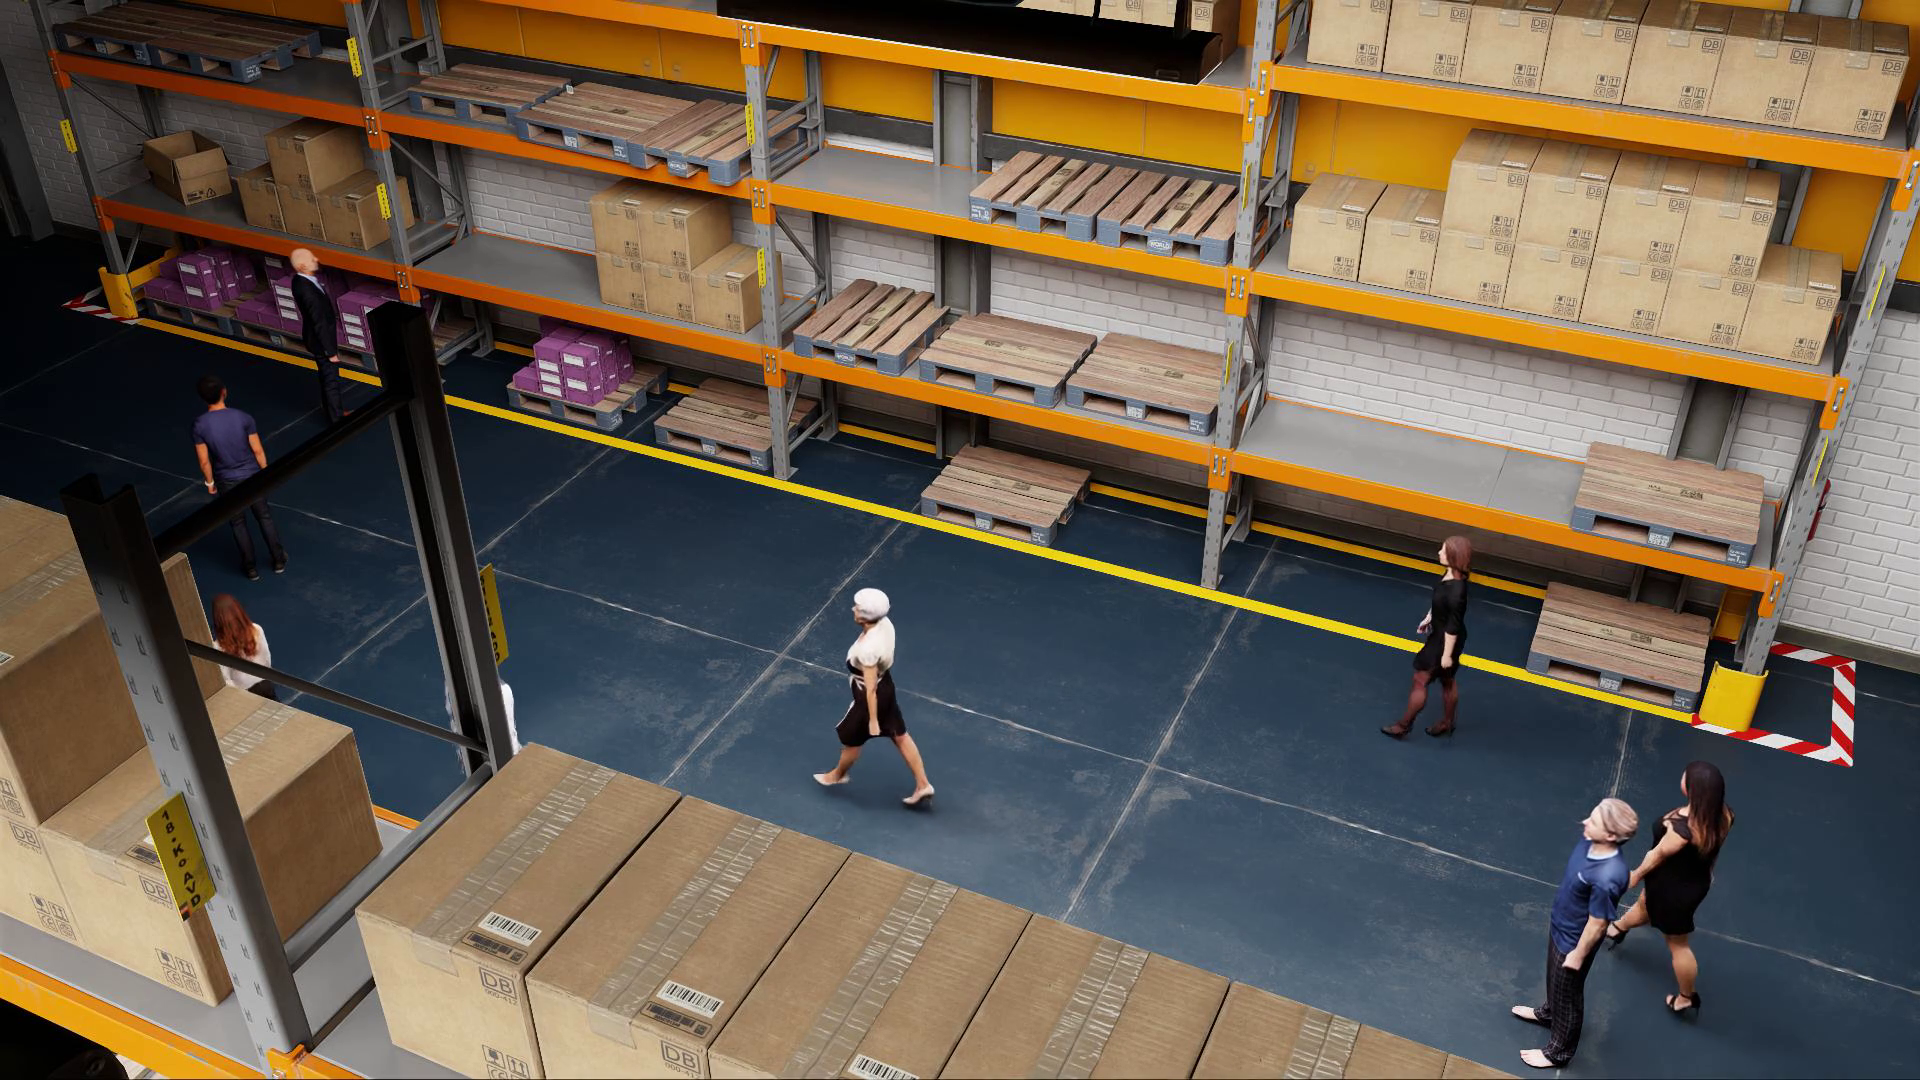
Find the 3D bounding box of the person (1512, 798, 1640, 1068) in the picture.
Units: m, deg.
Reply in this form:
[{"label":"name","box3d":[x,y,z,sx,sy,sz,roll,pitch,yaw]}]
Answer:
[{"label":"person","box3d":[3.406,2.144,9.166,0.646,1.872,0.716,5,34,8]}]

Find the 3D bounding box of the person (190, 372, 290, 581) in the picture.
[{"label":"person","box3d":[-5.743,-0.498,13.217,0.708,1.789,0.736,-16,37,-23]}]

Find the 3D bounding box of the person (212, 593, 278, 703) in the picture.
[{"label":"person","box3d":[-4.724,1.049,11.198,1.017,1.448,0.747,26,42,33]}]

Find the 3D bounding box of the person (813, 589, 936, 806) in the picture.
[{"label":"person","box3d":[-0.466,1.087,10.908,1.133,1.705,0.734,10,35,14]}]

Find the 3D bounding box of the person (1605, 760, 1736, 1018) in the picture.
[{"label":"person","box3d":[4.161,2.048,9.500,0.961,1.663,1.145,-22,39,-29]}]

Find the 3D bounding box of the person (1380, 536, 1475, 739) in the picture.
[{"label":"person","box3d":[3.413,0.712,11.480,0.779,1.697,0.648,9,35,13]}]

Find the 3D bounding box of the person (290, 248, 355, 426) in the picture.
[{"label":"person","box3d":[-5.838,-1.827,15.205,0.830,1.801,0.735,-17,37,-24]}]
